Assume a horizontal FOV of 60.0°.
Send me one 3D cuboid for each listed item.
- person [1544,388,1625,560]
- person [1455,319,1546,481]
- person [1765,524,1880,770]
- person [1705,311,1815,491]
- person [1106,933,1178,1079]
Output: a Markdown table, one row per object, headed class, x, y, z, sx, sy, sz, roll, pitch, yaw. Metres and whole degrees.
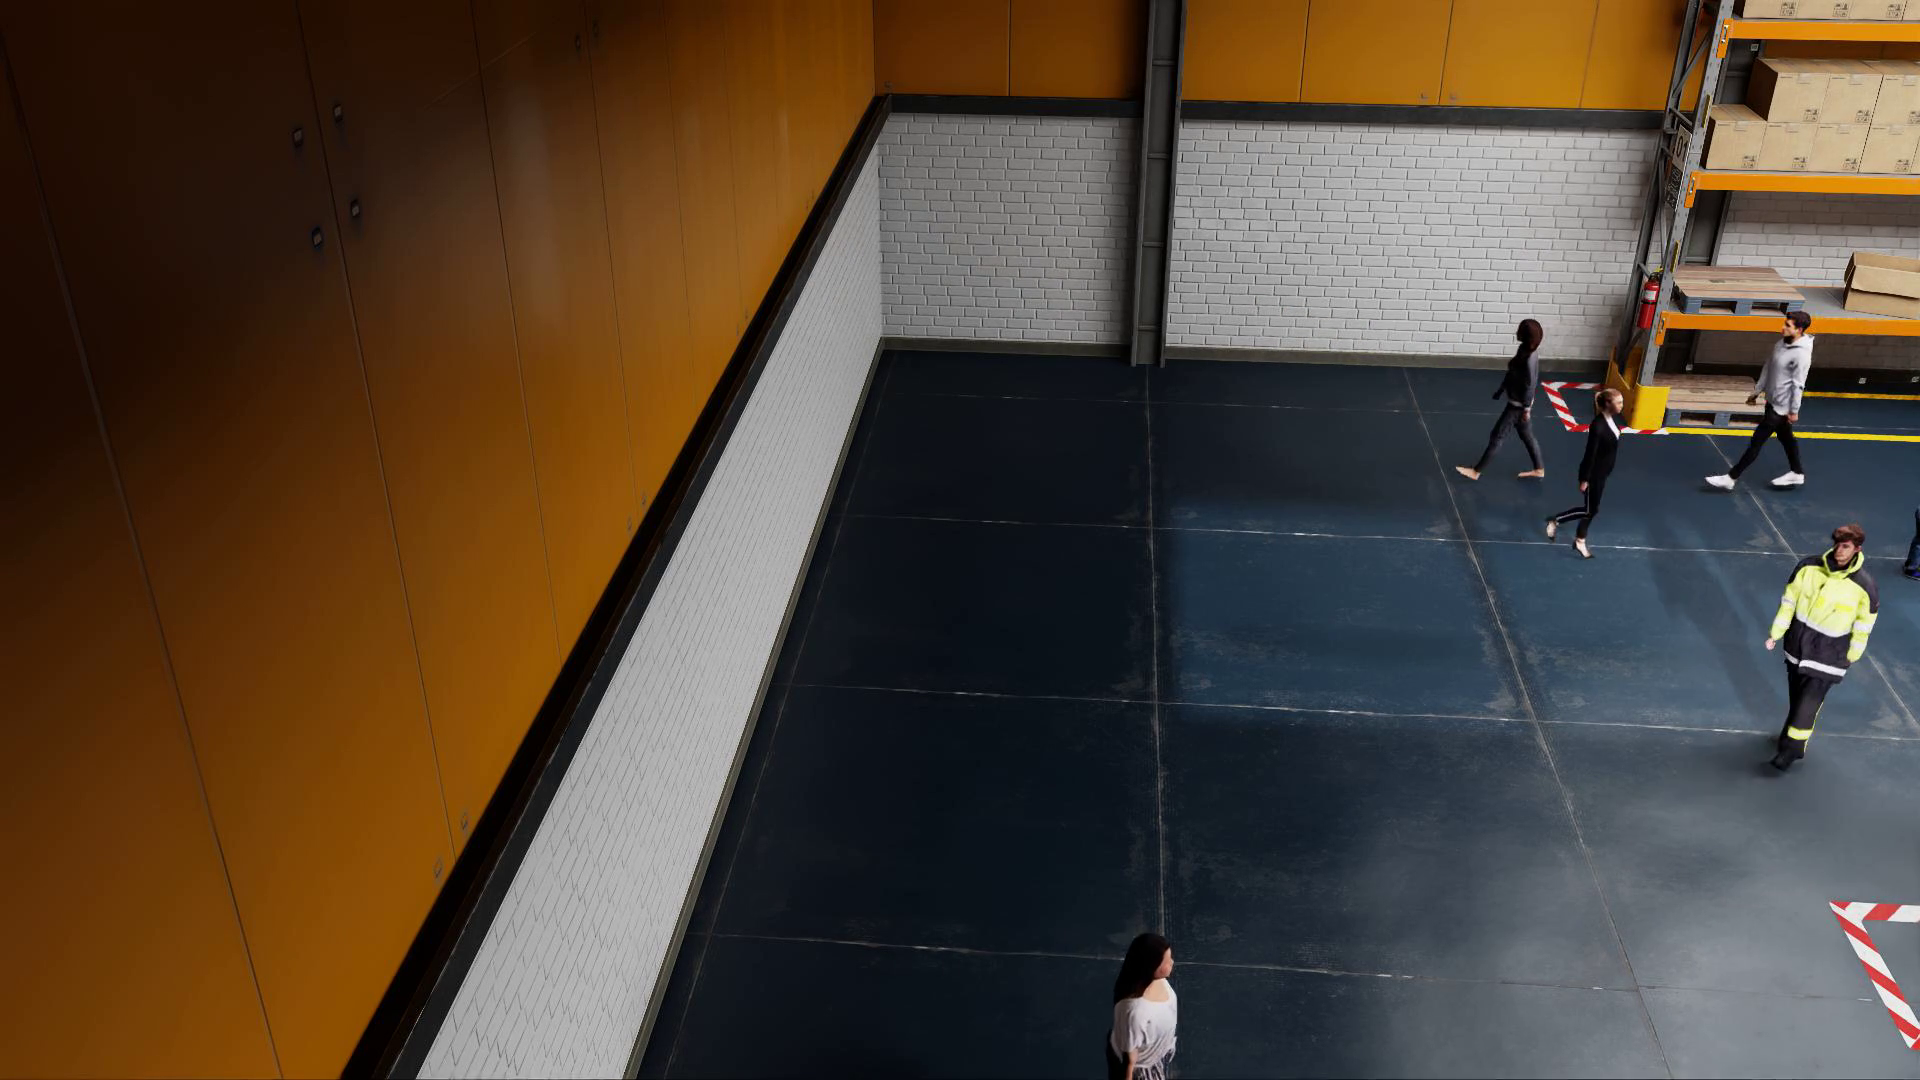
| class | x | y | z | sx | sy | sz | roll | pitch | yaw |
| --- | --- | --- | --- | --- | --- | --- | --- | --- | --- |
| person | 5.714 | -0.620 | 15.206 | 0.887 | 1.697 | 0.802 | 19 | 34 | 31 |
| person | 5.640 | -1.351 | 16.525 | 1.150 | 1.717 | 0.722 | 6 | 29 | 11 |
| person | 6.488 | 0.724 | 12.475 | 1.151 | 1.953 | 1.080 | -19 | 34 | -31 |
| person | 8.139 | -1.328 | 16.318 | 1.267 | 1.874 | 0.766 | 0 | 29 | 0 |
| person | 0.901 | 2.774 | 9.027 | 1.007 | 1.656 | 0.772 | 7 | 29 | 12 |
